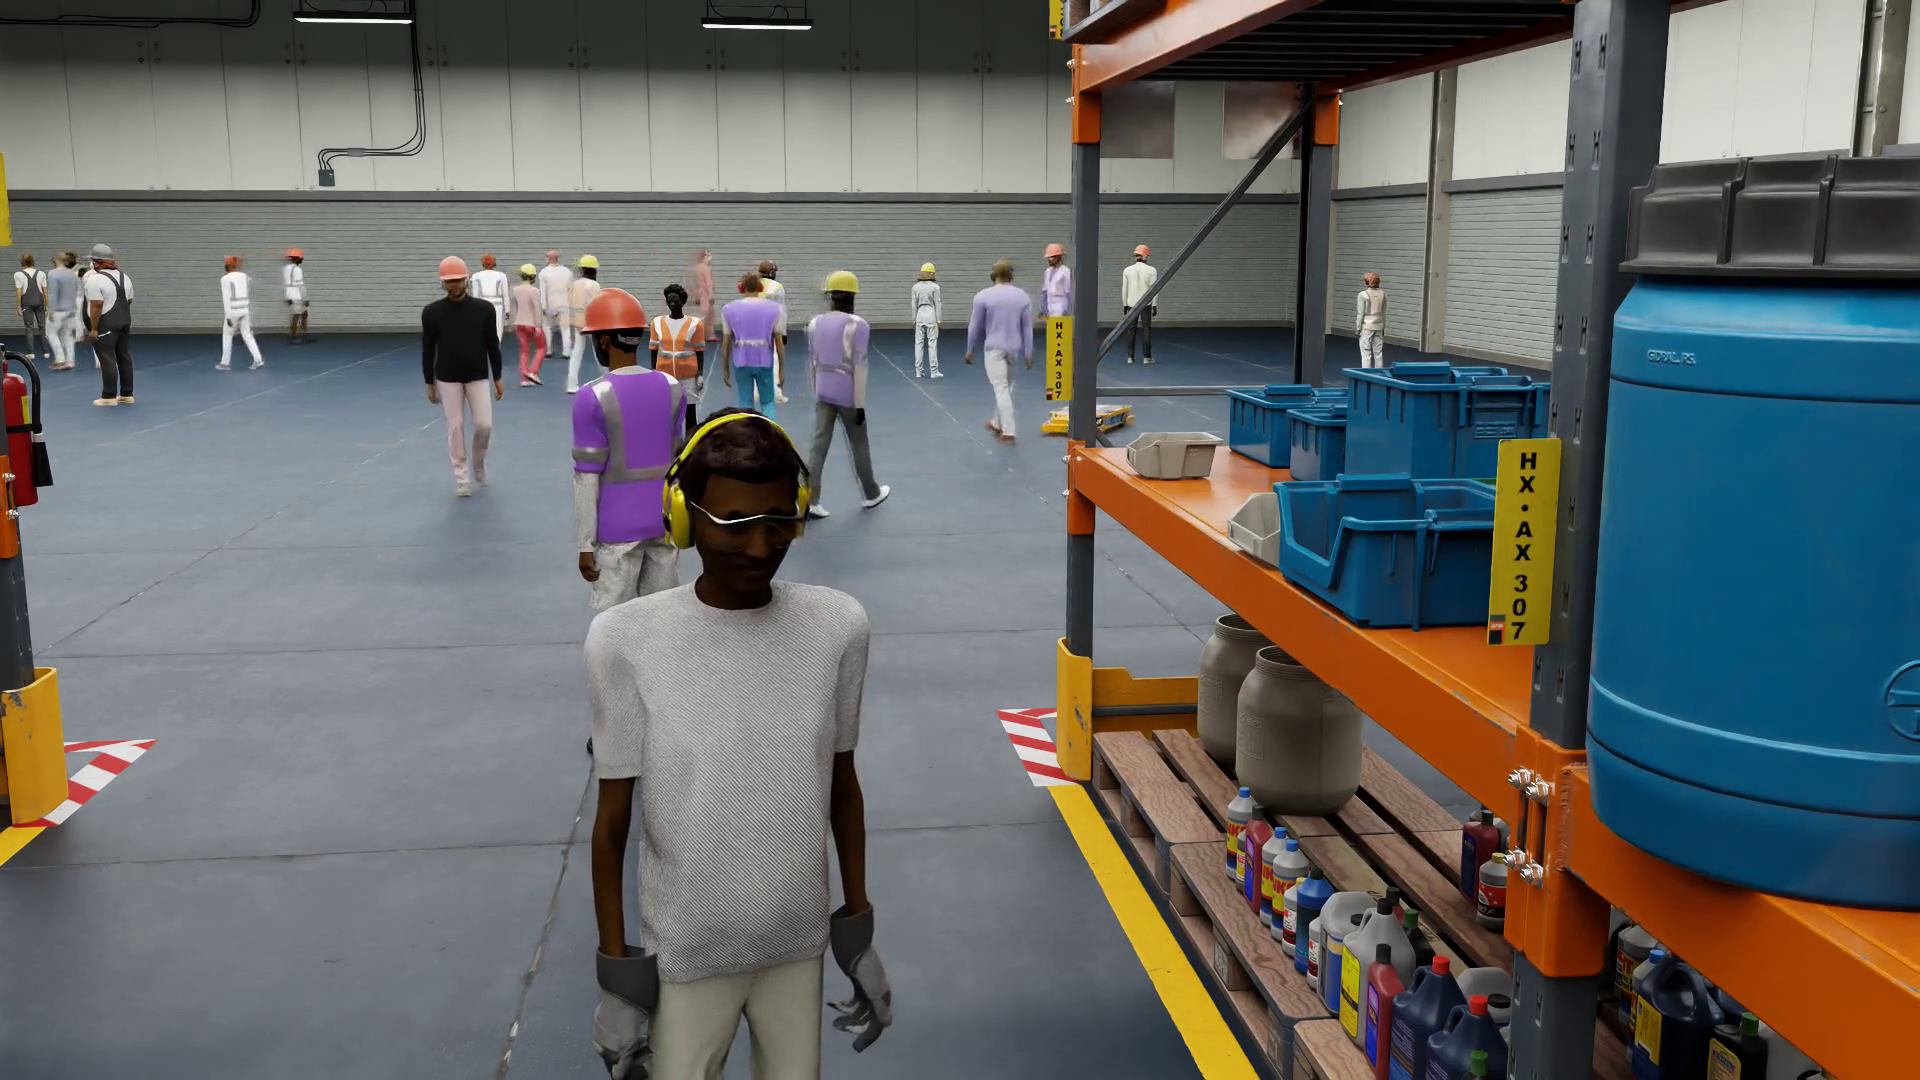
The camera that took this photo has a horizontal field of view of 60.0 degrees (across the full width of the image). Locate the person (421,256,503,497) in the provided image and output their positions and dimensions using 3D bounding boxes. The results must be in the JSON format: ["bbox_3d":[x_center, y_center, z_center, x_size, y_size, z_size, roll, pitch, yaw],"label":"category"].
[{"bbox_3d":[-4.086,-1.334,13.664,0.642,1.969,0.449,-3,11,-18],"label":"person"}]

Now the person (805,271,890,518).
[{"bbox_3d":[-0.916,-1.118,12.776,0.603,1.870,1.048,6,12,31],"label":"person"}]

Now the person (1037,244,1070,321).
[{"bbox_3d":[1.474,-3.601,25.967,0.586,2.014,0.597,-5,12,-26],"label":"person"}]

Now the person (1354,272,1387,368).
[{"bbox_3d":[5.806,-2.963,23.515,0.521,1.638,0.311,-5,12,-27],"label":"person"}]

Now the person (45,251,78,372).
[{"bbox_3d":[-14.243,-3.603,26.311,0.507,1.910,0.705,1,10,4],"label":"person"}]

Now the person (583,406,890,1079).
[{"bbox_3d":[-0.362,0.707,2.785,0.512,1.865,0.329,-5,12,-27],"label":"person"}]

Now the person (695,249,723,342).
[{"bbox_3d":[-5.213,-4.937,33.665,0.754,1.882,0.645,-4,11,-19],"label":"person"}]

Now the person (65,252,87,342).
[{"bbox_3d":[-17.942,-4.888,33.570,0.652,1.821,0.576,4,11,21],"label":"person"}]

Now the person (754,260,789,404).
[{"bbox_3d":[-2.456,-2.673,21.402,0.626,1.836,0.428,7,13,35],"label":"person"}]

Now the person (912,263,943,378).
[{"bbox_3d":[-0.491,-3.337,25.309,0.484,1.735,0.311,5,11,25],"label":"person"}]

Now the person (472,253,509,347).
[{"bbox_3d":[-7.872,-3.875,27.914,0.586,1.860,0.768,-1,10,-7],"label":"person"}]

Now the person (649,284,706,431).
[{"bbox_3d":[-2.631,-1.527,15.485,0.531,1.697,0.320,0,10,1],"label":"person"}]

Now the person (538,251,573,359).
[{"bbox_3d":[-7.129,-4.116,29.207,0.660,1.875,0.879,-7,13,-35],"label":"person"}]

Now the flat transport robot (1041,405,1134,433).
[{"bbox_3d":[1.435,-1.358,18.473,0.652,0.197,1.431,4,11,21],"label":"flat transport robot"}]

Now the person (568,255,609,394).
[{"bbox_3d":[-5.031,-2.940,22.736,0.609,1.870,0.974,8,13,37],"label":"person"}]

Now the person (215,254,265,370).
[{"bbox_3d":[-11.598,-3.644,26.668,0.839,1.855,0.578,5,11,24],"label":"person"}]

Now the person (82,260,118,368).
[{"bbox_3d":[-13.983,-3.723,27.146,0.622,1.838,0.429,5,11,25],"label":"person"}]

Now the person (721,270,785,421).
[{"bbox_3d":[-1.939,-1.611,15.596,0.585,1.821,0.491,-2,10,-9],"label":"person"}]

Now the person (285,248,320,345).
[{"bbox_3d":[-13.006,-4.816,32.927,0.794,1.906,0.565,-9,13,-40],"label":"person"}]

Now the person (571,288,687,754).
[{"bbox_3d":[-1.369,-0.061,6.836,0.391,1.929,0.540,9,14,41],"label":"person"}]

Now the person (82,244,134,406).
[{"bbox_3d":[-10.854,-2.728,21.127,0.537,2.000,0.682,2,11,11],"label":"person"}]

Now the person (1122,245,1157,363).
[{"bbox_3d":[3.048,-3.983,28.140,0.613,1.991,0.392,5,11,25],"label":"person"}]

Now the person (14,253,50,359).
[{"bbox_3d":[-16.274,-4.100,29.185,0.506,1.847,0.345,-9,14,-42],"label":"person"}]

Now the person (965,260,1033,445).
[{"bbox_3d":[0.412,-1.951,17.311,0.641,1.884,1.012,-5,11,-25],"label":"person"}]

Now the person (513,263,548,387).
[{"bbox_3d":[-6.128,-3.051,23.695,0.530,1.757,0.371,5,12,27],"label":"person"}]
